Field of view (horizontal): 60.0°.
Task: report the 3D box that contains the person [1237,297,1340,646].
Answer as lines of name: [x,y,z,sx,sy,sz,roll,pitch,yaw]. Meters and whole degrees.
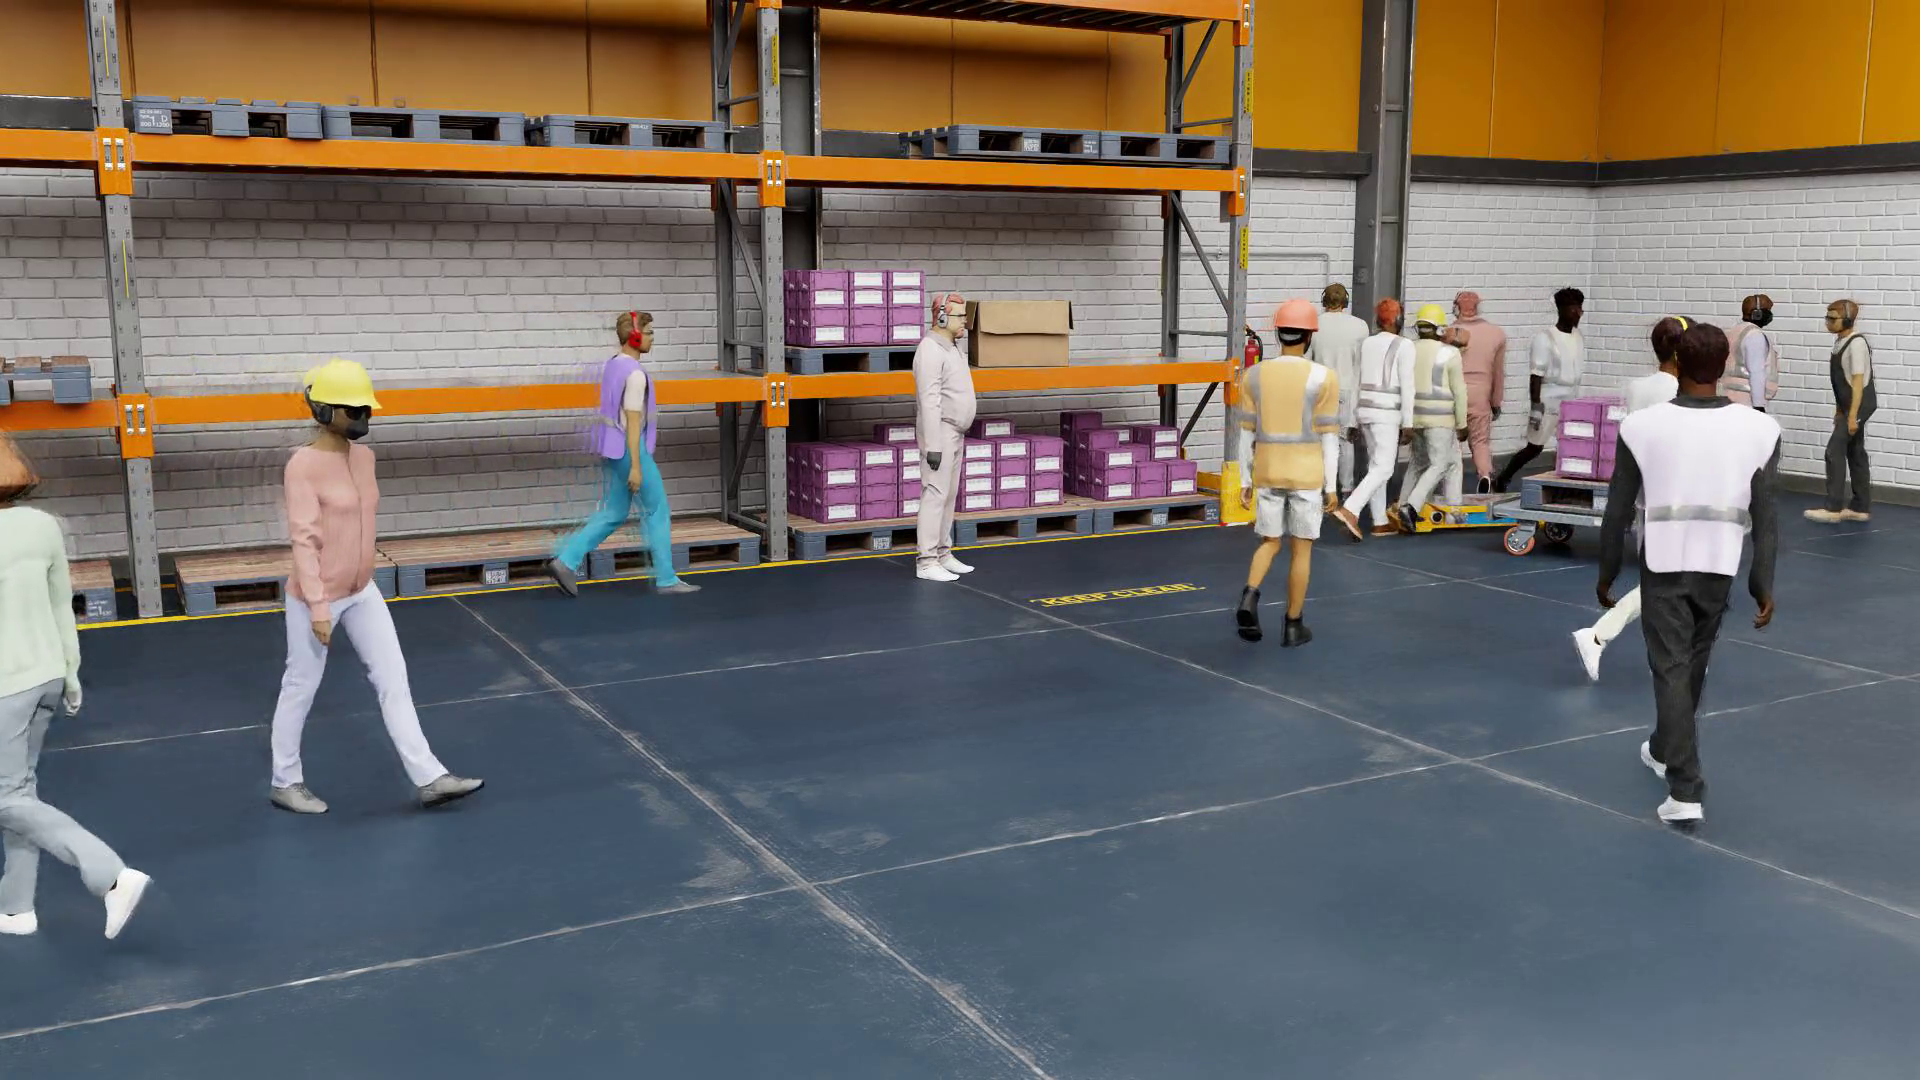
person: [1.747,-0.342,8.956,0.547,1.920,0.574,6,11,32]

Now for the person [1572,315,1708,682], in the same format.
person: [3.423,-0.189,8.243,0.800,1.847,0.524,-3,10,-15]

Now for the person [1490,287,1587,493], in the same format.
person: [4.922,-1.160,13.943,0.615,1.927,0.956,-5,11,-28]

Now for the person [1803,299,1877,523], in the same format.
person: [7.150,-1.030,13.475,0.591,1.816,0.499,3,10,17]

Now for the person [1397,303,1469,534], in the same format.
person: [3.627,-0.938,12.931,0.796,1.806,0.596,-8,12,-41]

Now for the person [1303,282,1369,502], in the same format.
person: [3.295,-1.301,14.719,0.627,1.940,0.370,3,10,17]

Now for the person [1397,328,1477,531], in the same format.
person: [3.751,-0.864,13.095,0.600,1.599,0.531,-2,10,-13]

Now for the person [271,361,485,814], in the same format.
person: [-2.254,0.203,6.200,0.904,1.718,0.547,3,10,17]

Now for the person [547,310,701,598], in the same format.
person: [-2.115,-0.522,10.372,0.881,1.814,0.574,-5,10,-26]

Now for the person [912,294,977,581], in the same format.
person: [-0.090,-0.678,11.062,0.399,1.900,0.636,2,10,13]

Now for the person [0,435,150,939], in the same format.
person: [-2.792,0.454,5.013,0.640,1.608,0.514,1,9,8]

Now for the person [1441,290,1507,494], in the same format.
person: [4.340,-1.193,14.226,0.657,1.883,0.781,0,9,1]

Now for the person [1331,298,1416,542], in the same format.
person: [3.105,-0.908,12.619,0.791,1.850,0.615,-5,11,-30]

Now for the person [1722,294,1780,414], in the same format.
person: [6.788,-1.184,14.299,0.430,1.845,0.619,1,9,7]

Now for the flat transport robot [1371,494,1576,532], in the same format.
flat transport robot: [4.082,-0.226,13.236,1.431,0.197,0.652,-2,9,-10]

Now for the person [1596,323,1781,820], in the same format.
person: [2.795,0.104,6.402,0.606,1.868,1.036,1,9,7]
